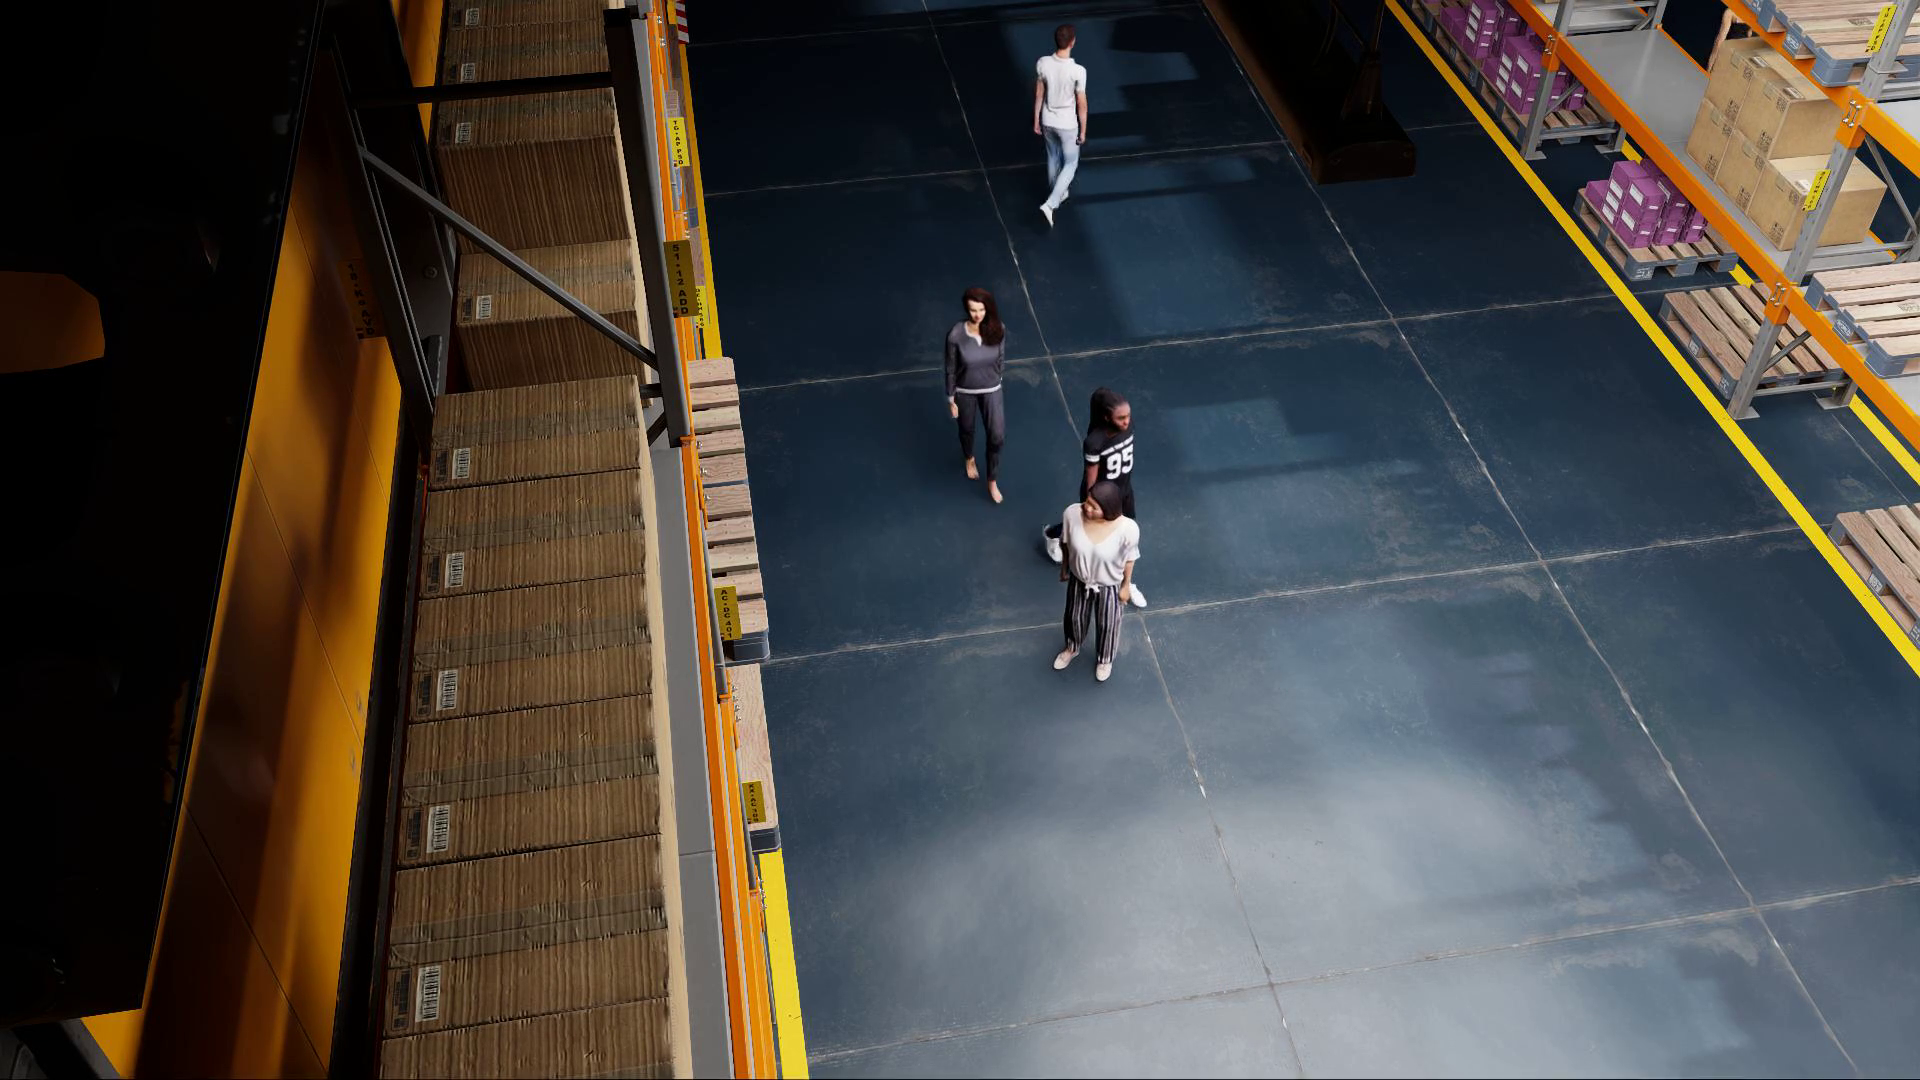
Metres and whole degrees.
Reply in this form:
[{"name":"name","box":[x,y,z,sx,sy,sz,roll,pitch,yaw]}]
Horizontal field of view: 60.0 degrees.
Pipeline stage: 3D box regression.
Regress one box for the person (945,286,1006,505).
[{"name":"person","box":[0.092,-1.151,12.158,0.658,1.745,0.827,-10,44,-10]}]

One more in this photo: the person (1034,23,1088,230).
[{"name":"person","box":[0.851,-3.634,14.702,1.024,1.833,1.136,20,47,19]}]

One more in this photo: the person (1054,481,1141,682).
[{"name":"person","box":[0.887,0.231,10.755,0.786,1.679,0.814,18,46,18]}]

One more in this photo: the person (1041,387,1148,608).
[{"name":"person","box":[0.913,-0.348,11.357,1.033,1.689,1.246,-31,52,-28]}]
